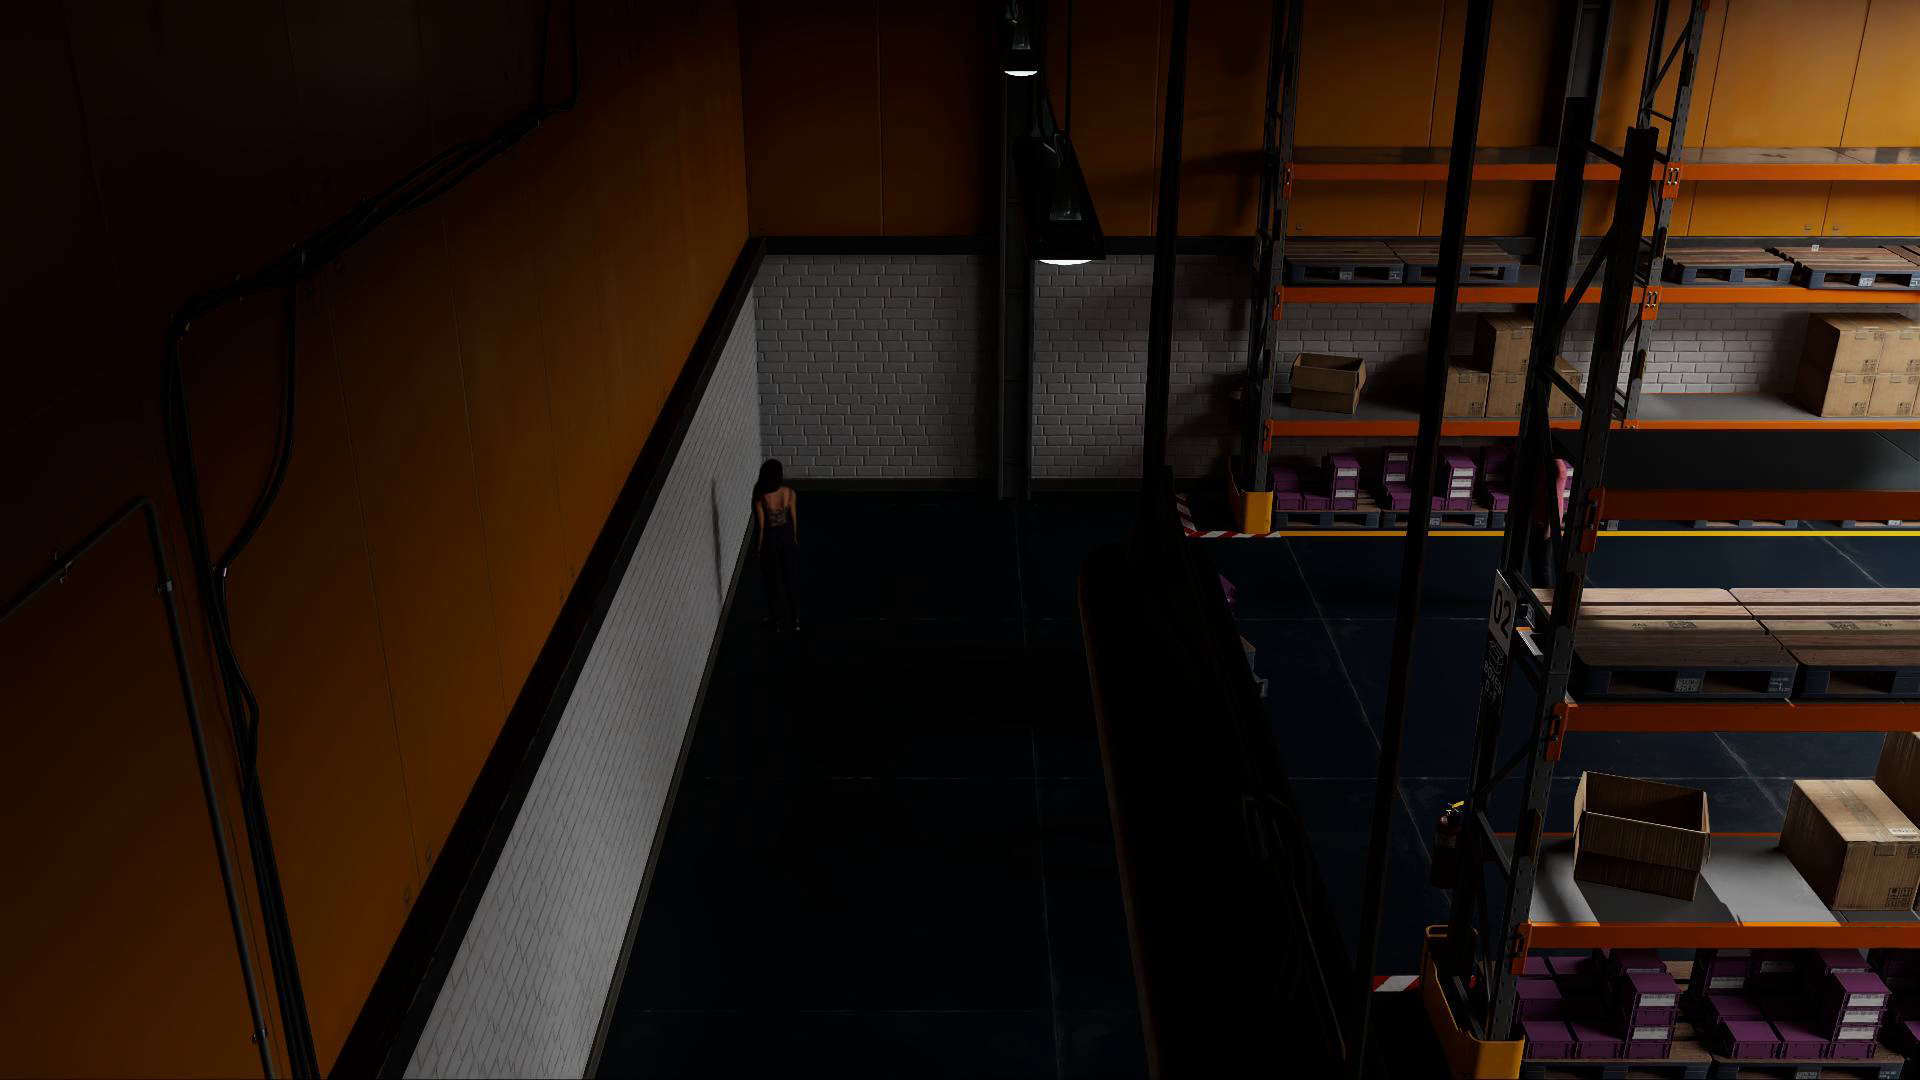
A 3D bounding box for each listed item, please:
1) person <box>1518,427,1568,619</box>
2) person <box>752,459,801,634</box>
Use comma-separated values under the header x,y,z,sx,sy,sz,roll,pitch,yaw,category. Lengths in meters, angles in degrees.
x,y,z,sx,sy,sz,roll,pitch,yaw,category
5.801,-0.182,16.445,0.542,1.958,0.621,0,24,0,person
-1.762,0.055,16.131,0.686,1.776,0.780,-13,27,-28,person
